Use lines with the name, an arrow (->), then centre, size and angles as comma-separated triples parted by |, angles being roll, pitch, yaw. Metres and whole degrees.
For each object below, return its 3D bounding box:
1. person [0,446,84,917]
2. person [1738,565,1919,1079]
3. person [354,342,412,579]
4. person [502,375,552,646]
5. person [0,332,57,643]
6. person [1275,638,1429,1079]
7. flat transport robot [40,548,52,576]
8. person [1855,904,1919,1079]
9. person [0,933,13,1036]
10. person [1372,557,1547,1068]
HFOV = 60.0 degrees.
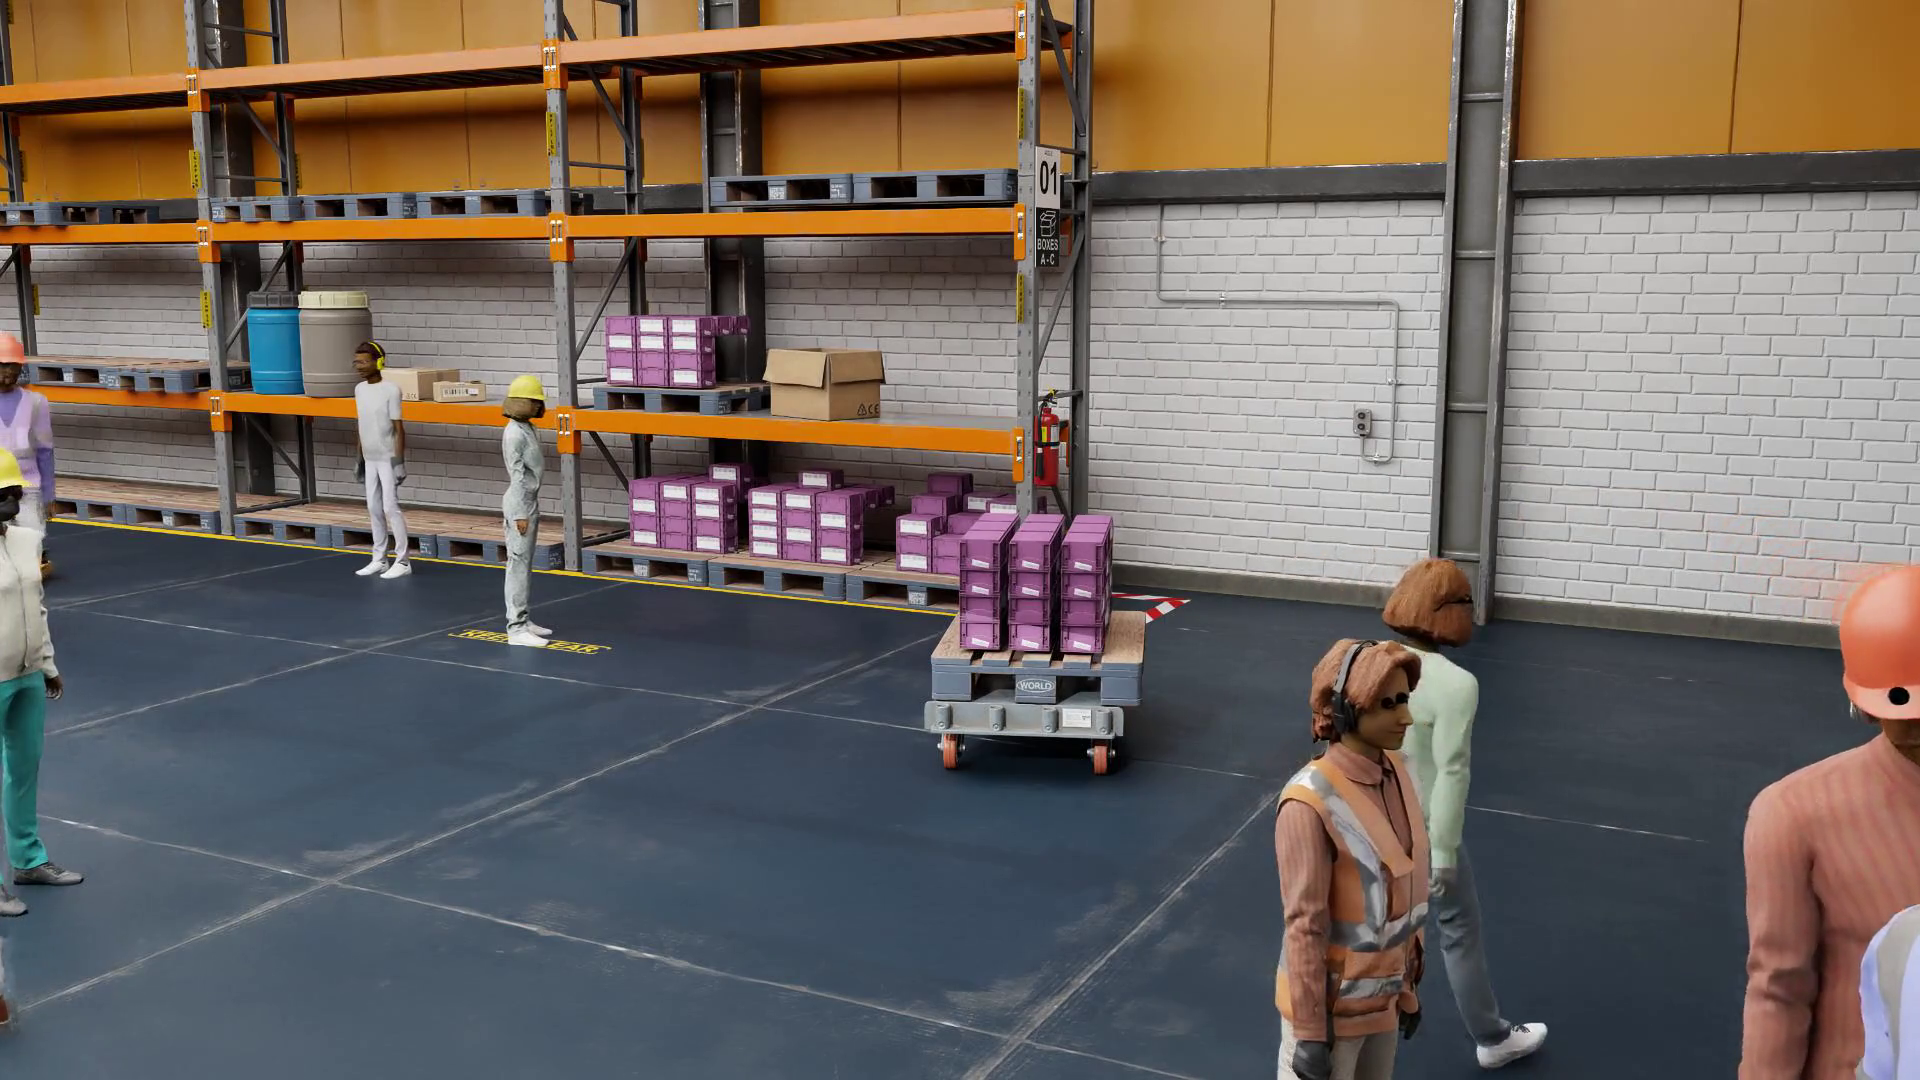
person -> -3.617, 0.518, 6.301 | 0.309, 1.769, 0.523 | 1, 9, 8
person -> 1.636, 0.975, 2.912 | 0.648, 1.945, 0.753 | -1, 9, -4
person -> -4.559, -0.624, 13.066 | 0.518, 1.861, 0.322 | 6, 11, 32
person -> -2.803, -0.195, 10.775 | 0.321, 1.741, 0.489 | -1, 9, -7
person -> -6.194, -0.333, 10.756 | 0.637, 2.022, 0.630 | 8, 12, 41
person -> 0.842, 1.017, 3.612 | 0.307, 1.640, 0.515 | 7, 12, 37
flat transport robot -> -7.814, 0.227, 12.694 | 1.431, 0.197, 0.652 | -2, 9, -14
person -> 1.385, 1.107, 2.132 | 0.361, 1.939, 0.543 | -2, 9, -9
person -> -3.451, 0.625, 5.256 | 1.003, 1.887, 0.621 | 5, 10, 26
person -> 1.358, 0.830, 4.905 | 0.851, 1.580, 0.518 | -4, 10, -23
